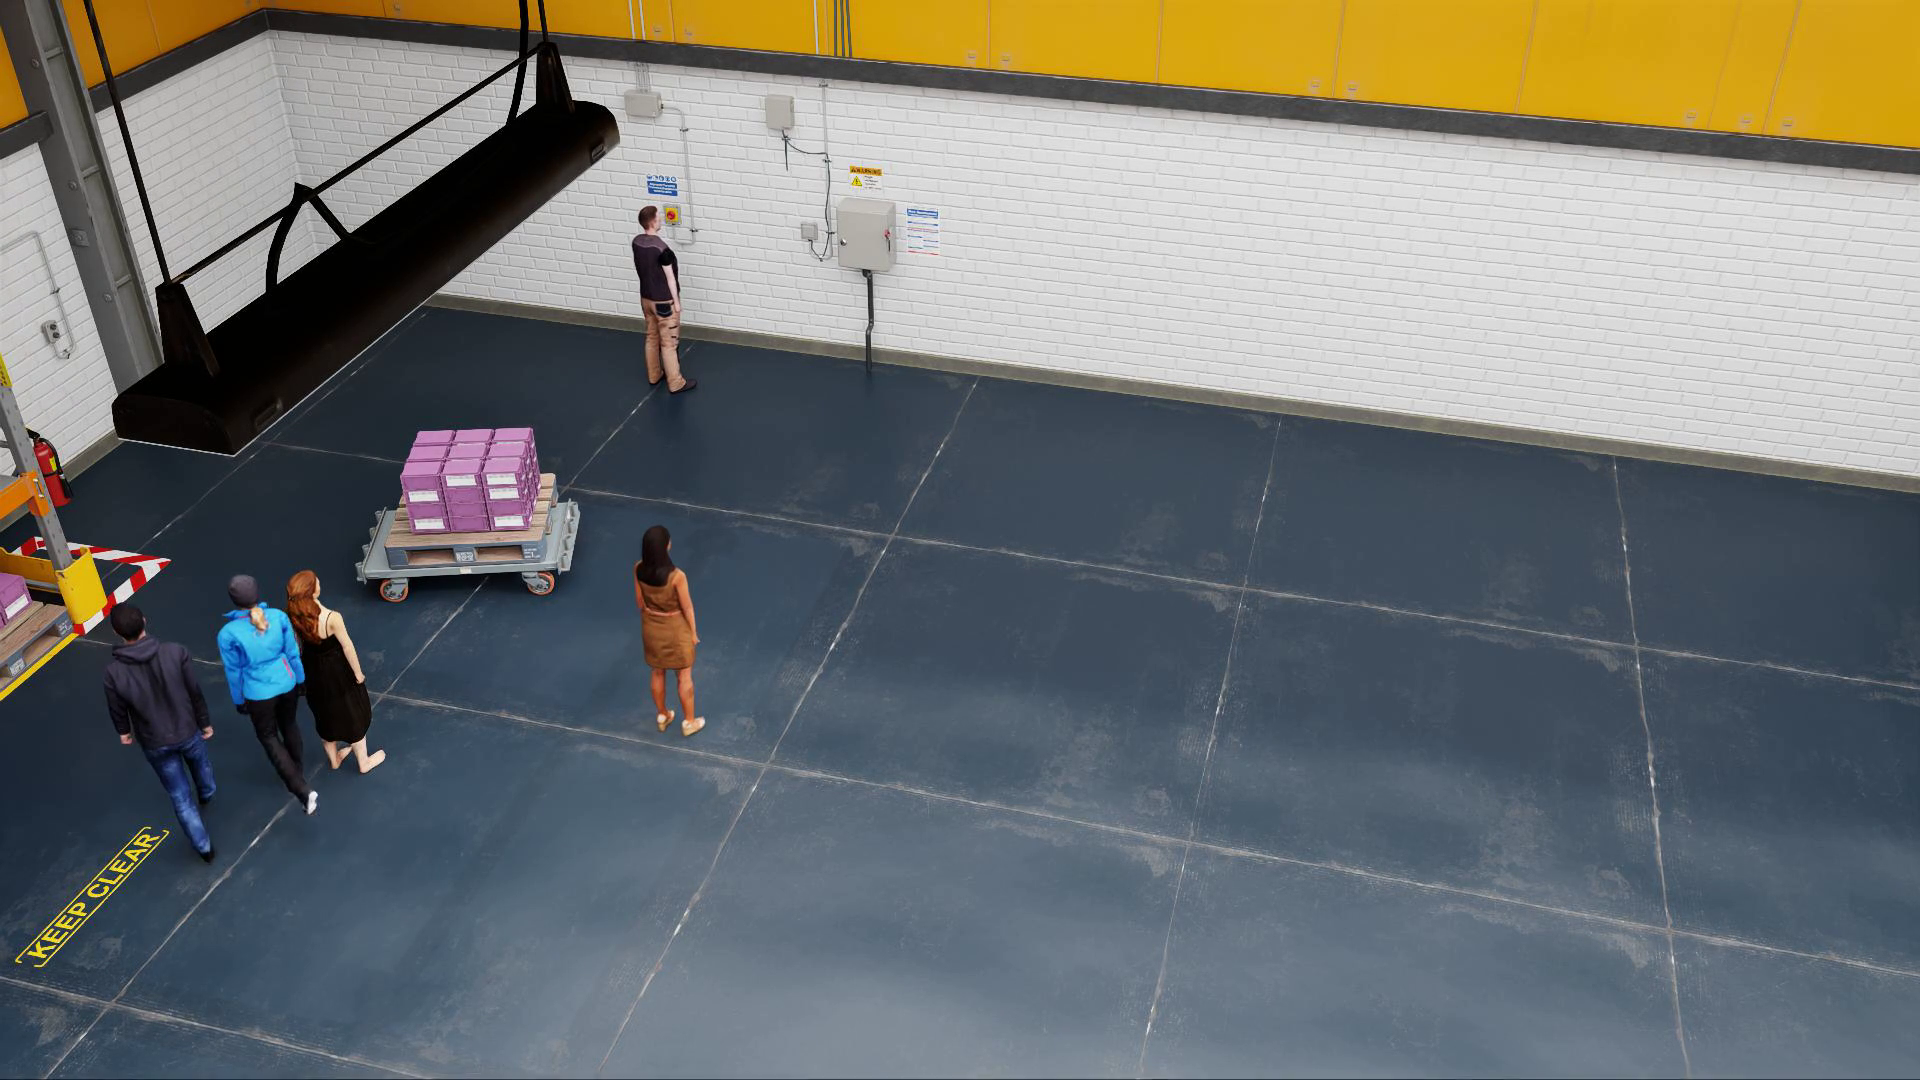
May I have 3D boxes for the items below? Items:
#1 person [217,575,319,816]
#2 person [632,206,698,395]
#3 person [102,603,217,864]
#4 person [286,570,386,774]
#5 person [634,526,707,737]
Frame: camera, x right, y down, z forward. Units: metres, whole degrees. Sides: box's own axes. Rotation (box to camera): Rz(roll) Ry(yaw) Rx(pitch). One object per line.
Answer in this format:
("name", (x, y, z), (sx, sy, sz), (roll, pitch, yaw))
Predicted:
("person", (-4.446, 1.026, 10.806), (1.058, 1.778, 1.063), (-22, 40, -30))
("person", (-2.857, -2.289, 15.736), (0.771, 1.841, 0.757), (26, 42, 34))
("person", (-4.929, 1.255, 10.390), (1.100, 1.857, 1.140), (-19, 38, -27))
("person", (-4.241, 0.883, 11.160), (0.577, 1.624, 0.560), (7, 34, 11))
("person", (-2.023, 0.634, 11.478), (0.580, 1.687, 0.527), (12, 35, 17))
